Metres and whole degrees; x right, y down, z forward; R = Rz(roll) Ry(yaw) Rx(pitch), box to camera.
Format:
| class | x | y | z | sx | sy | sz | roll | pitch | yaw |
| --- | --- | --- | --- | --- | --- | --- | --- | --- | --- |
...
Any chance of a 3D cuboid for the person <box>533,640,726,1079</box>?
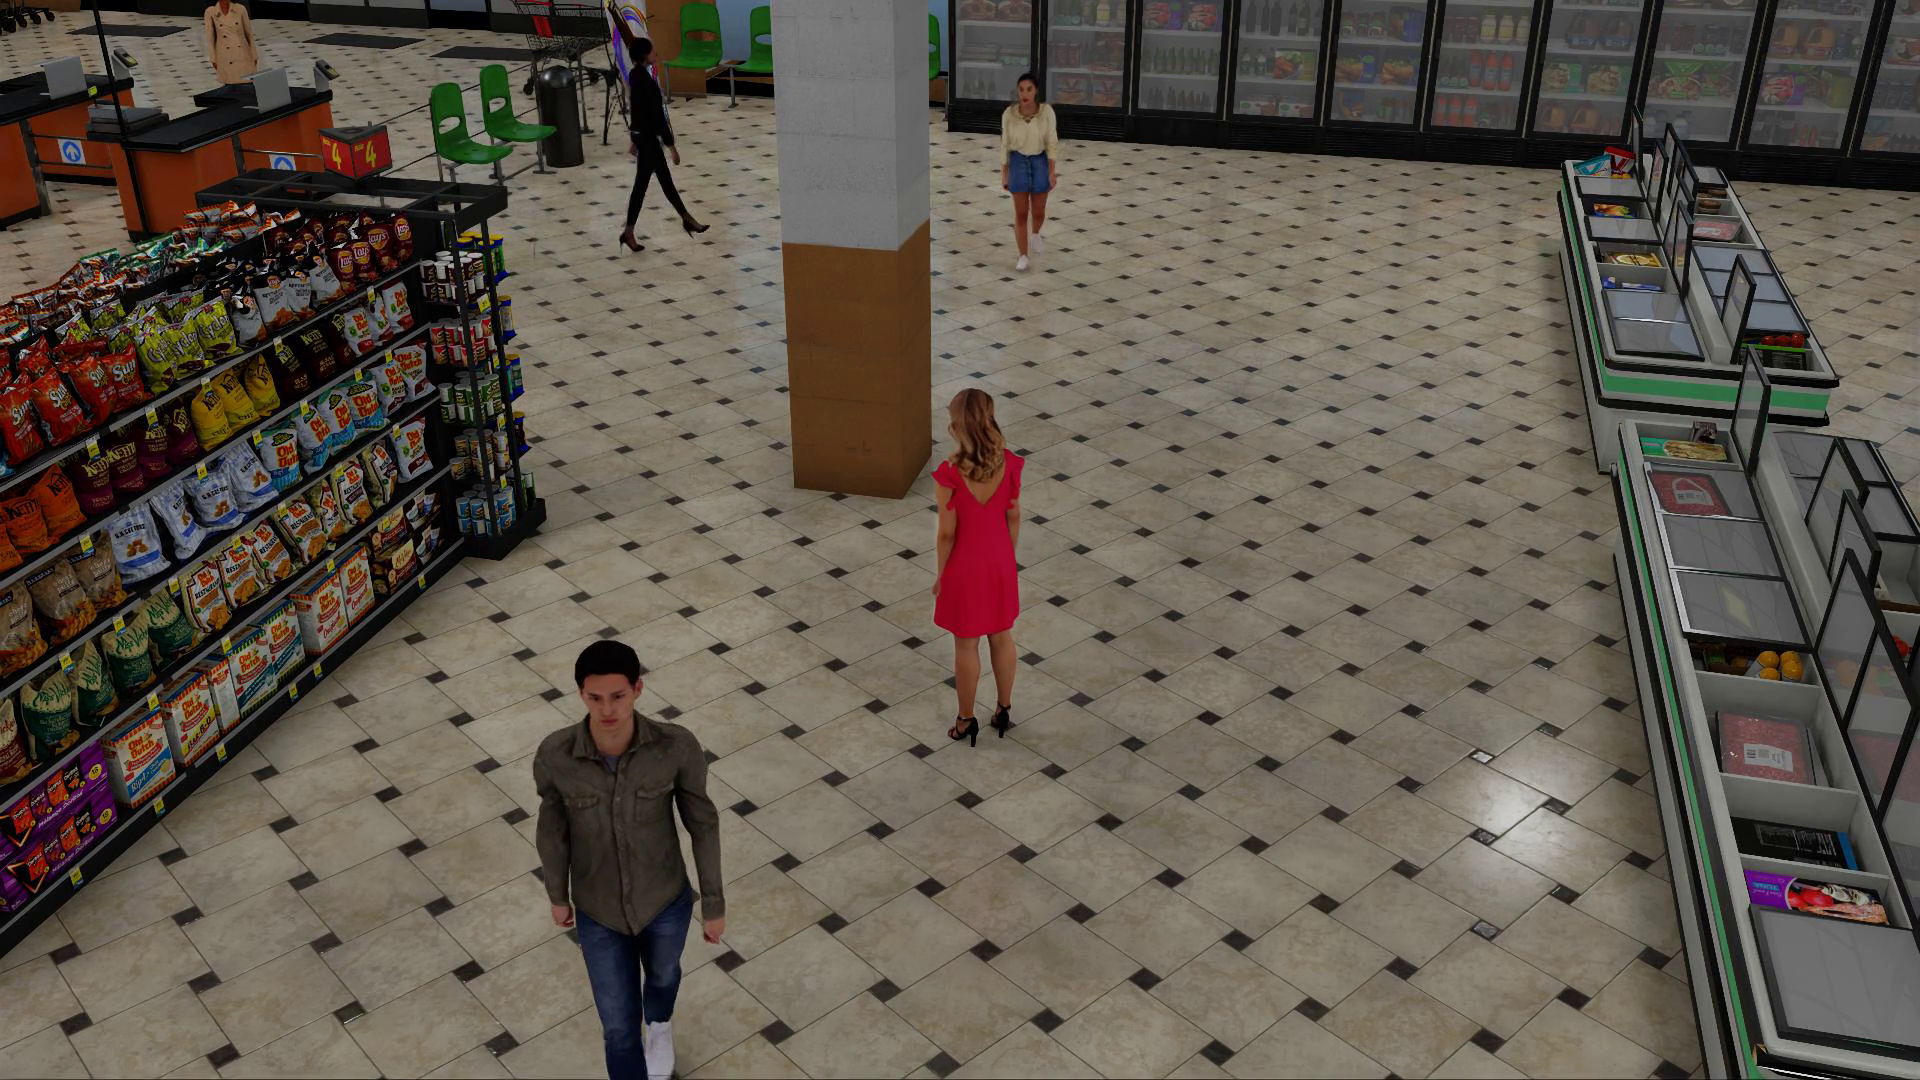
| class | x | y | z | sx | sy | sz | roll | pitch | yaw |
| --- | --- | --- | --- | --- | --- | --- | --- | --- | --- |
| person | -1.049 | 1.110 | 5.402 | 1.043 | 1.813 | 1.260 | -5 | 27 | -10 |

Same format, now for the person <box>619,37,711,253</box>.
| class | x | y | z | sx | sy | sz | roll | pitch | yaw |
| --- | --- | --- | --- | --- | --- | --- | --- | --- | --- |
| person | -2.739 | -3.306 | 14.128 | 1.124 | 1.797 | 1.096 | -13 | 30 | -24 |

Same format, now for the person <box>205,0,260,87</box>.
| class | x | y | z | sx | sy | sz | roll | pitch | yaw |
| --- | --- | --- | --- | --- | --- | --- | --- | --- | --- |
| person | -7.858 | -5.217 | 18.025 | 0.723 | 1.680 | 0.745 | -10 | 29 | -20 |

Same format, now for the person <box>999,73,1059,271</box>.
| class | x | y | z | sx | sy | sz | roll | pitch | yaw |
| --- | --- | --- | --- | --- | --- | --- | --- | --- | --- |
| person | 0.584 | -3.084 | 13.886 | 0.698 | 1.620 | 0.798 | 4 | 27 | 7 |

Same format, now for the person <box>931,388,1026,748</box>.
| class | x | y | z | sx | sy | sz | roll | pitch | yaw |
| --- | --- | --- | --- | --- | --- | --- | --- | --- | --- |
| person | 0.087 | 0.133 | 7.424 | 0.669 | 1.727 | 0.709 | -10 | 29 | -20 |
